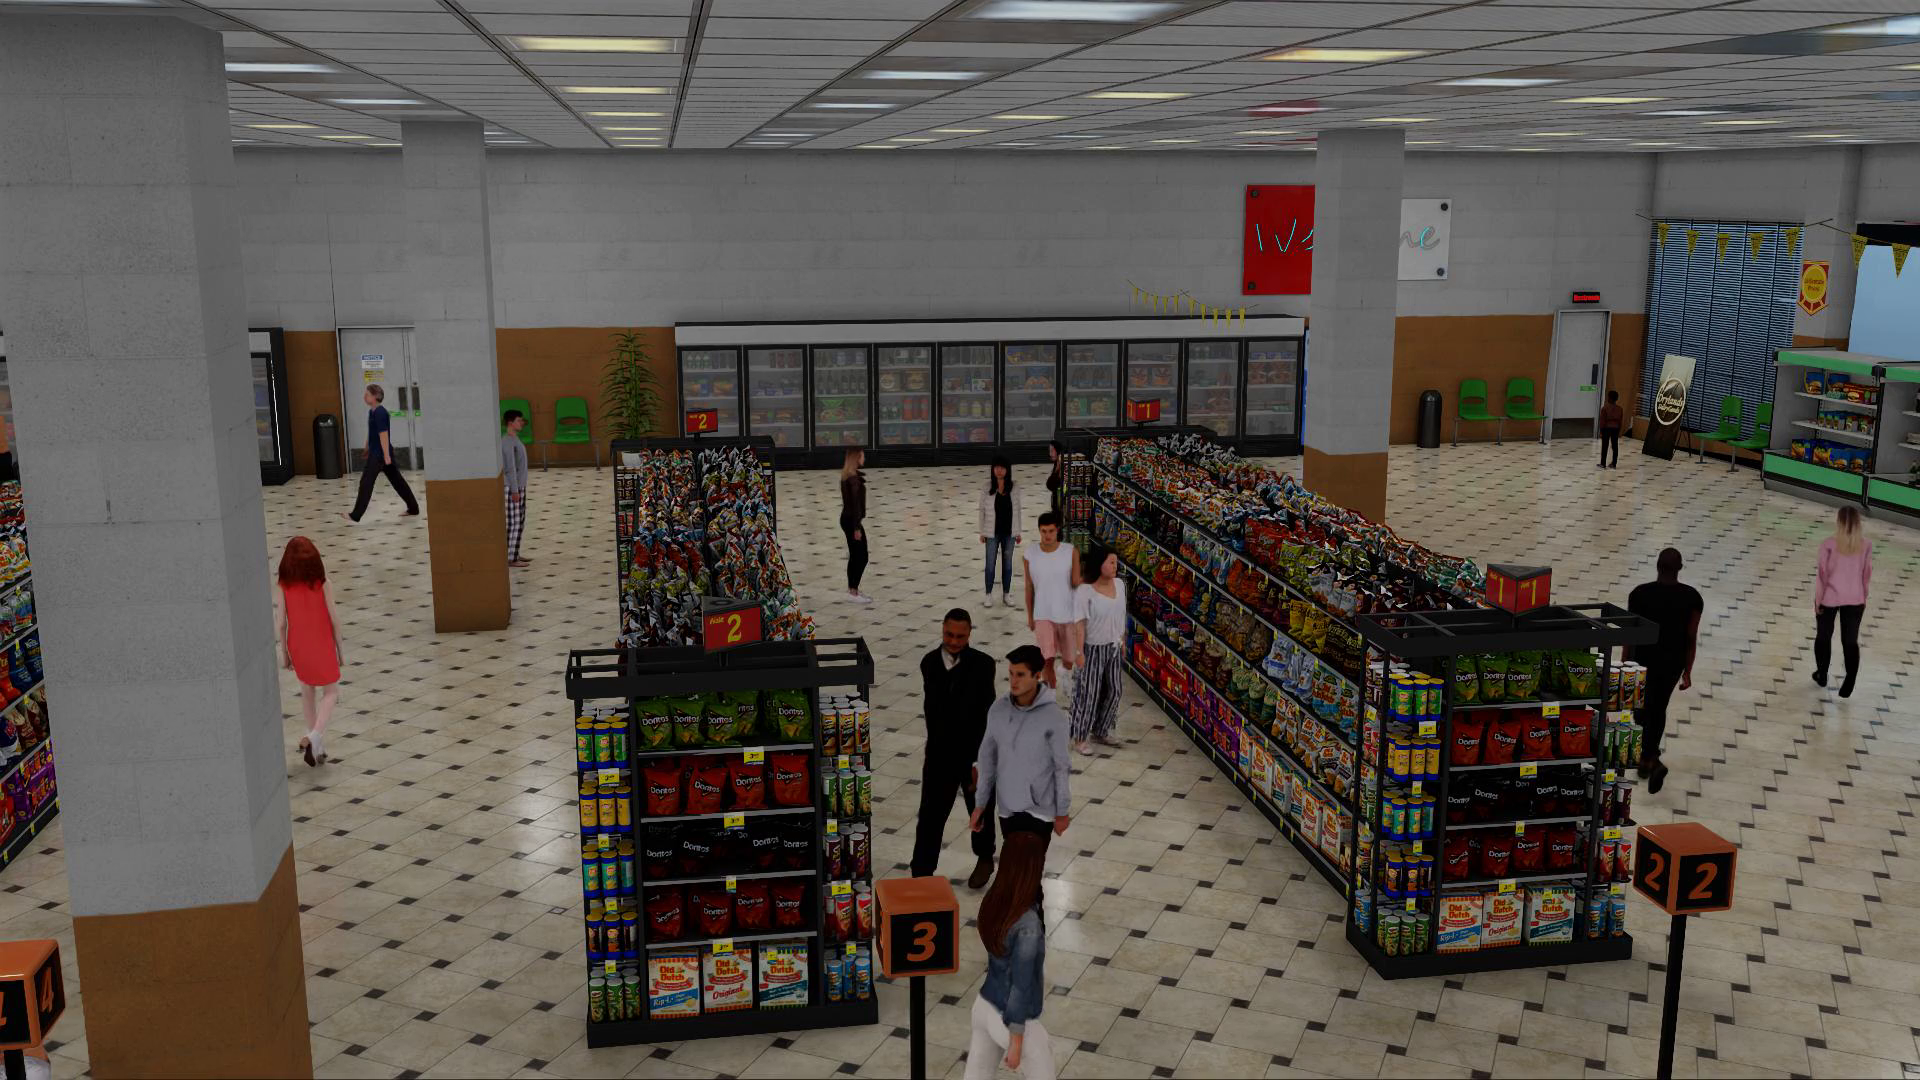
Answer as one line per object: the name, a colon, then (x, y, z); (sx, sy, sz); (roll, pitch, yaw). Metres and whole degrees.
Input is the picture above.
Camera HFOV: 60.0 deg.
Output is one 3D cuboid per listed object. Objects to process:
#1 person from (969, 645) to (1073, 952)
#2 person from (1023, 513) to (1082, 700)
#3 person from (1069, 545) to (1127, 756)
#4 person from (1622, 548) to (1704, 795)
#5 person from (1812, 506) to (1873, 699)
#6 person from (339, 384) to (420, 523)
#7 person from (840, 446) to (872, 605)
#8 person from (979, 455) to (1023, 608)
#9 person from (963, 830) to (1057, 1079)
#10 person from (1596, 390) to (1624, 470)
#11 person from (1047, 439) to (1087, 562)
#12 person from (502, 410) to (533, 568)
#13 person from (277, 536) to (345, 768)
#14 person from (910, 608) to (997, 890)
person: (0.432, 1.495, 9.441); (0.929, 1.905, 0.988); (9, 15, 36)
person: (0.818, 0.619, 13.977); (0.887, 1.749, 1.159); (0, 12, 2)
person: (1.099, 0.842, 13.095); (0.810, 1.676, 0.832); (-7, 14, -31)
person: (5.119, 0.972, 12.191); (0.910, 1.795, 1.182); (2, 12, 10)
person: (7.710, 0.552, 14.503); (0.887, 1.663, 1.151); (3, 12, 13)
person: (-7.582, -1.112, 22.070); (0.860, 1.803, 1.215); (-4, 13, -19)
person: (-1.192, -0.158, 17.795); (0.744, 1.696, 0.536); (-3, 12, -16)
person: (0.429, -0.106, 17.696); (0.606, 1.636, 0.534); (-2, 12, -9)
person: (0.121, 2.105, 7.160); (0.903, 1.650, 1.131); (-6, 13, -27)
person: (10.349, -1.756, 26.461); (0.540, 1.252, 0.507); (0, 12, -1)
person: (1.252, -0.244, 18.131); (0.788, 1.728, 0.775); (-4, 13, -18)
person: (-5.266, -0.625, 19.647); (0.699, 1.847, 0.490); (-1, 12, -6)
person: (-4.907, 0.894, 12.536); (0.673, 1.805, 1.037); (-1, 12, -2)
person: (0.050, 1.330, 10.356); (1.084, 1.850, 1.317); (5, 13, 21)
